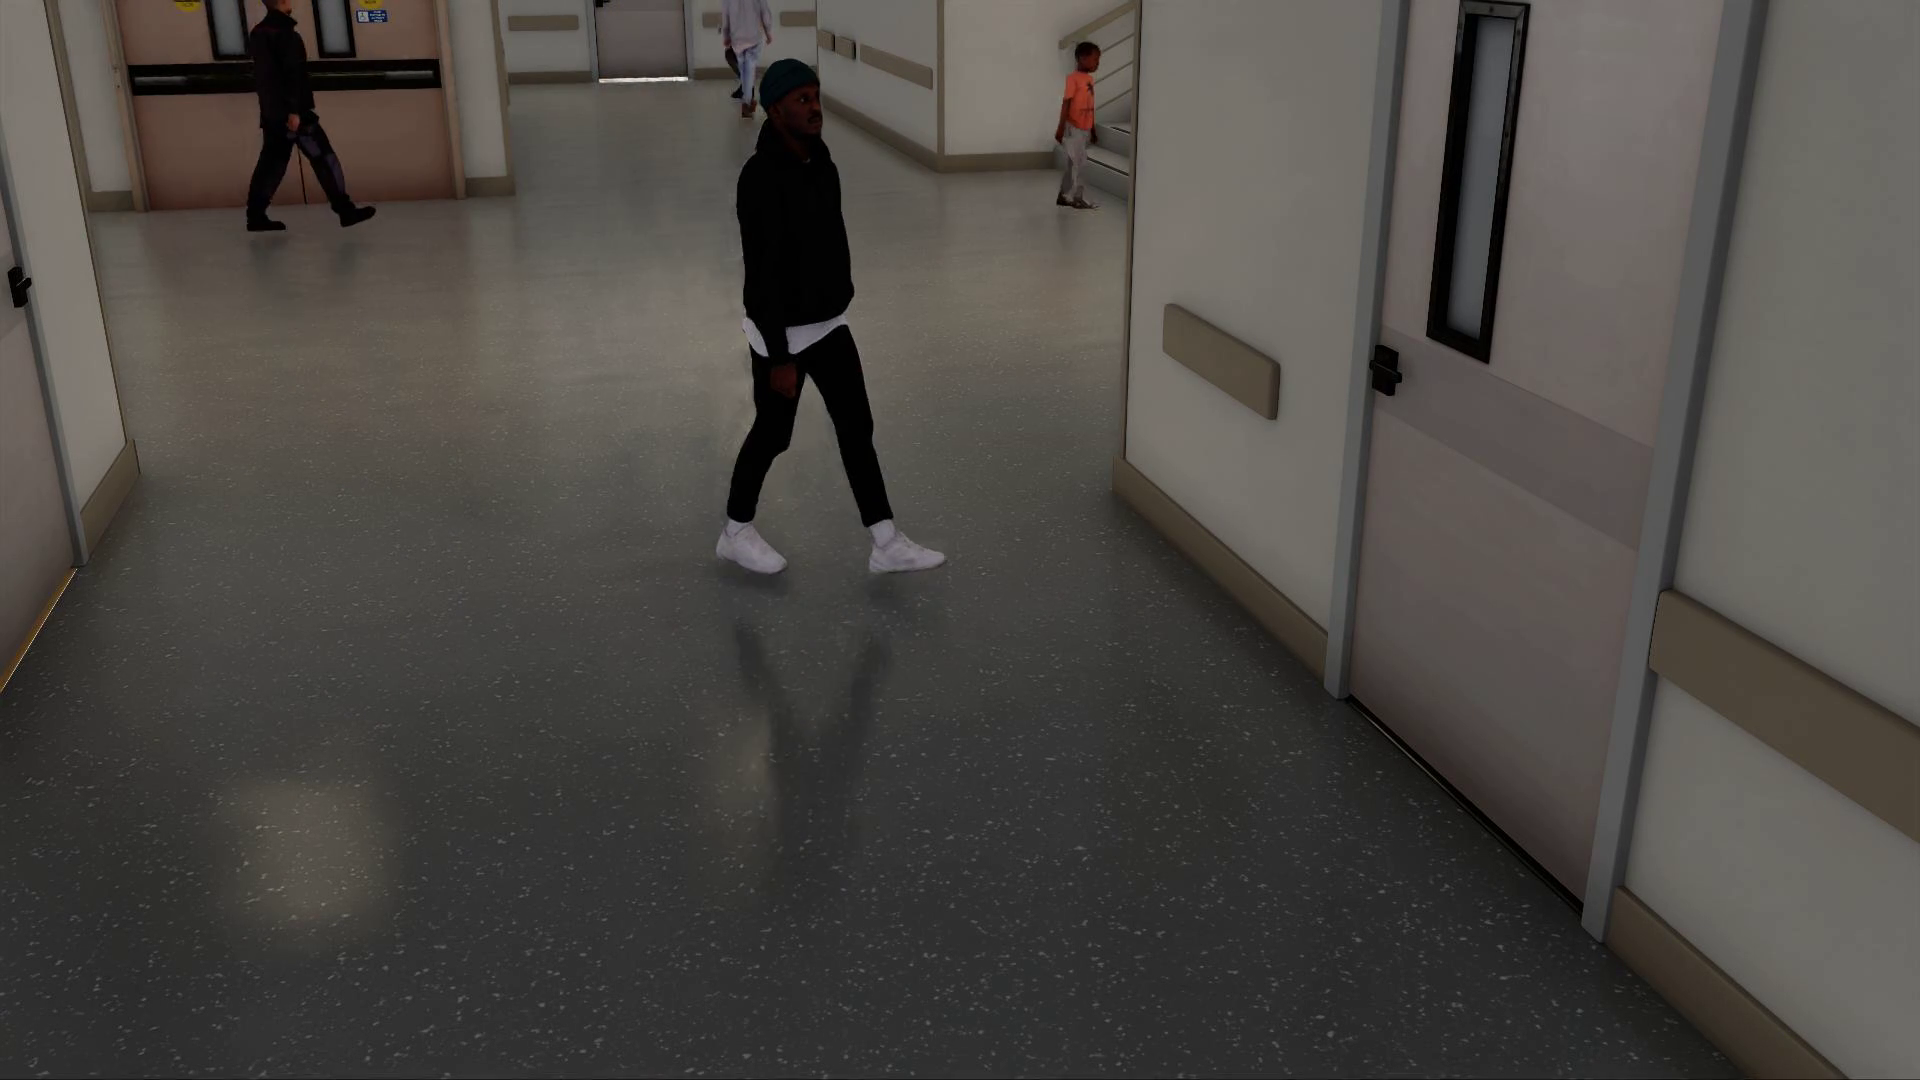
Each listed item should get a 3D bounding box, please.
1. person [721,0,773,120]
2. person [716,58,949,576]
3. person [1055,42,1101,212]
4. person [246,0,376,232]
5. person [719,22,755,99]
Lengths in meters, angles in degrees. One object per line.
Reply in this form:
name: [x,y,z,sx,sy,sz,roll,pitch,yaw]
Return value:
person: [-2.400,-5.605,18.647,1.200,1.791,1.057,3,21,8]
person: [-0.629,-0.710,5.738,1.195,1.781,1.143,12,24,29]
person: [0.872,-3.274,13.203,0.774,1.287,0.725,18,27,39]
person: [-4.929,-3.089,11.973,1.144,1.813,1.306,18,27,39]
person: [-2.713,-6.501,20.950,0.687,1.835,0.705,-10,23,-24]
